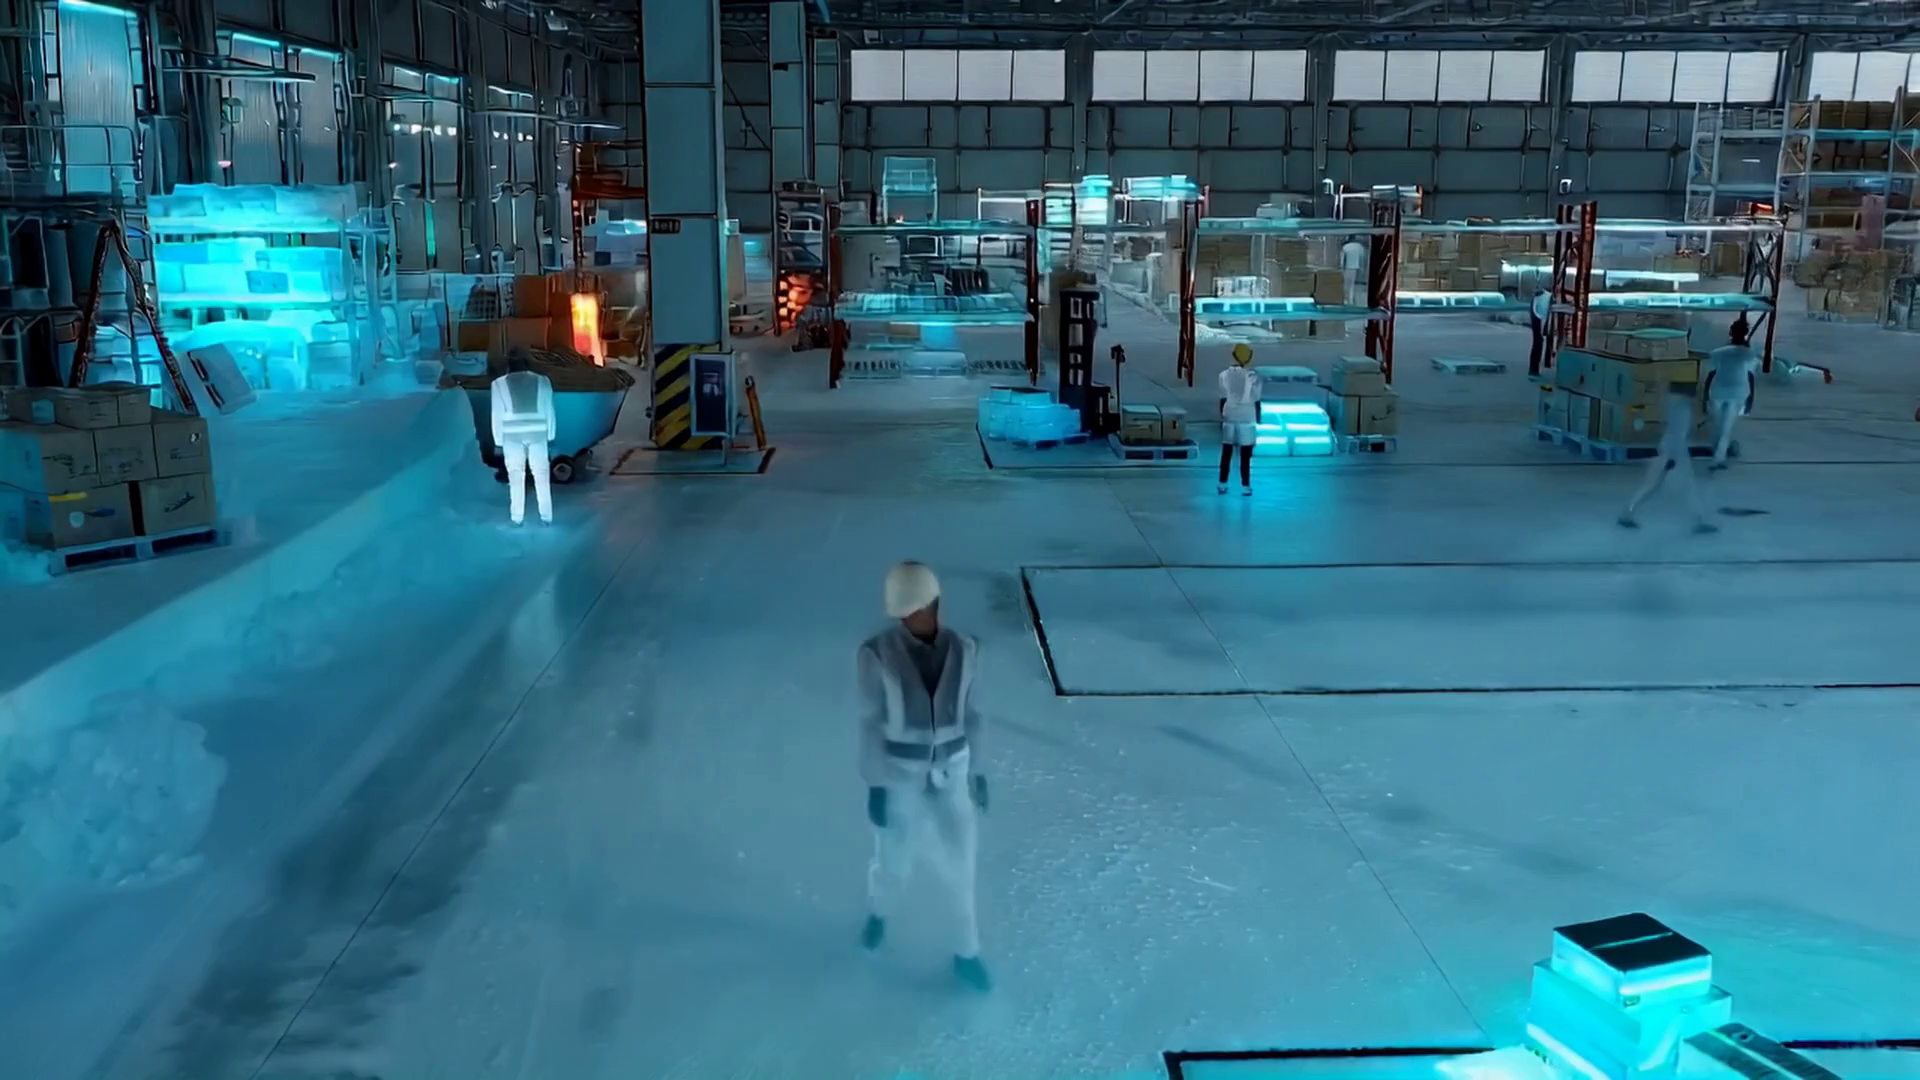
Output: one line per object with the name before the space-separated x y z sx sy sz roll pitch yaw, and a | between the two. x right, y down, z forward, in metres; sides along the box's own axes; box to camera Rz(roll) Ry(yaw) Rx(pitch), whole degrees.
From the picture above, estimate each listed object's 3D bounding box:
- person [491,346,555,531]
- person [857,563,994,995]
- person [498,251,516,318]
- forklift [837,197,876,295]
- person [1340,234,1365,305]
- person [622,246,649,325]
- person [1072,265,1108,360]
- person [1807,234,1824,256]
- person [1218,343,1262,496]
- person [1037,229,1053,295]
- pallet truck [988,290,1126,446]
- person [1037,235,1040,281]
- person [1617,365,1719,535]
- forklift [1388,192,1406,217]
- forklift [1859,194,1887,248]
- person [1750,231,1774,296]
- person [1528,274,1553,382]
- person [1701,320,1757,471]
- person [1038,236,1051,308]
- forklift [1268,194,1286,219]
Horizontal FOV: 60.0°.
person | -4.369 -1.015 16.667 0.619 1.845 0.430 -5 14 -22
person | -0.155 1.015 7.334 0.632 1.928 0.590 -4 13 -19
person | -11.163 -6.260 40.837 0.323 1.631 0.523 -10 16 -38
forklift | -3.098 -8.607 48.580 1.129 2.768 1.873 1 13 5
person | 10.604 -7.329 45.044 0.639 1.900 0.943 1 13 4
person | -7.280 -5.764 38.000 0.967 1.899 0.556 -1 13 -3
person | 2.378 -4.007 30.051 0.617 1.888 0.899 -2 13 -8
person | 27.255 -8.964 53.118 0.835 1.596 0.524 -11 17 -41
person | 3.106 -1.338 18.479 0.533 1.690 0.321 10 16 37
person | 2.480 -8.067 48.342 0.565 1.906 0.816 -4 13 -17
pallet truck | 1.257 -2.299 22.111 1.885 1.965 0.823 -9 15 -35
person | 2.443 -9.512 54.845 0.427 1.921 0.641 2 13 10
person | 7.041 -0.892 16.463 0.932 1.696 0.487 1 13 6
forklift | 15.666 -11.115 59.907 1.873 2.768 1.129 0 12 -2
forklift | 29.479 -9.756 53.770 1.873 2.768 1.129 0 12 -2
person | 23.136 -7.996 48.020 0.594 1.915 0.373 6 14 25
person | 9.943 -3.629 28.463 0.345 1.846 0.508 3 13 14
person | 9.098 -1.680 19.717 0.584 1.830 0.805 11 17 40
person | 2.241 -7.079 43.955 0.354 1.882 0.587 1 13 6
forklift | 10.412 -9.995 54.846 1.873 2.768 1.129 0 12 -2
